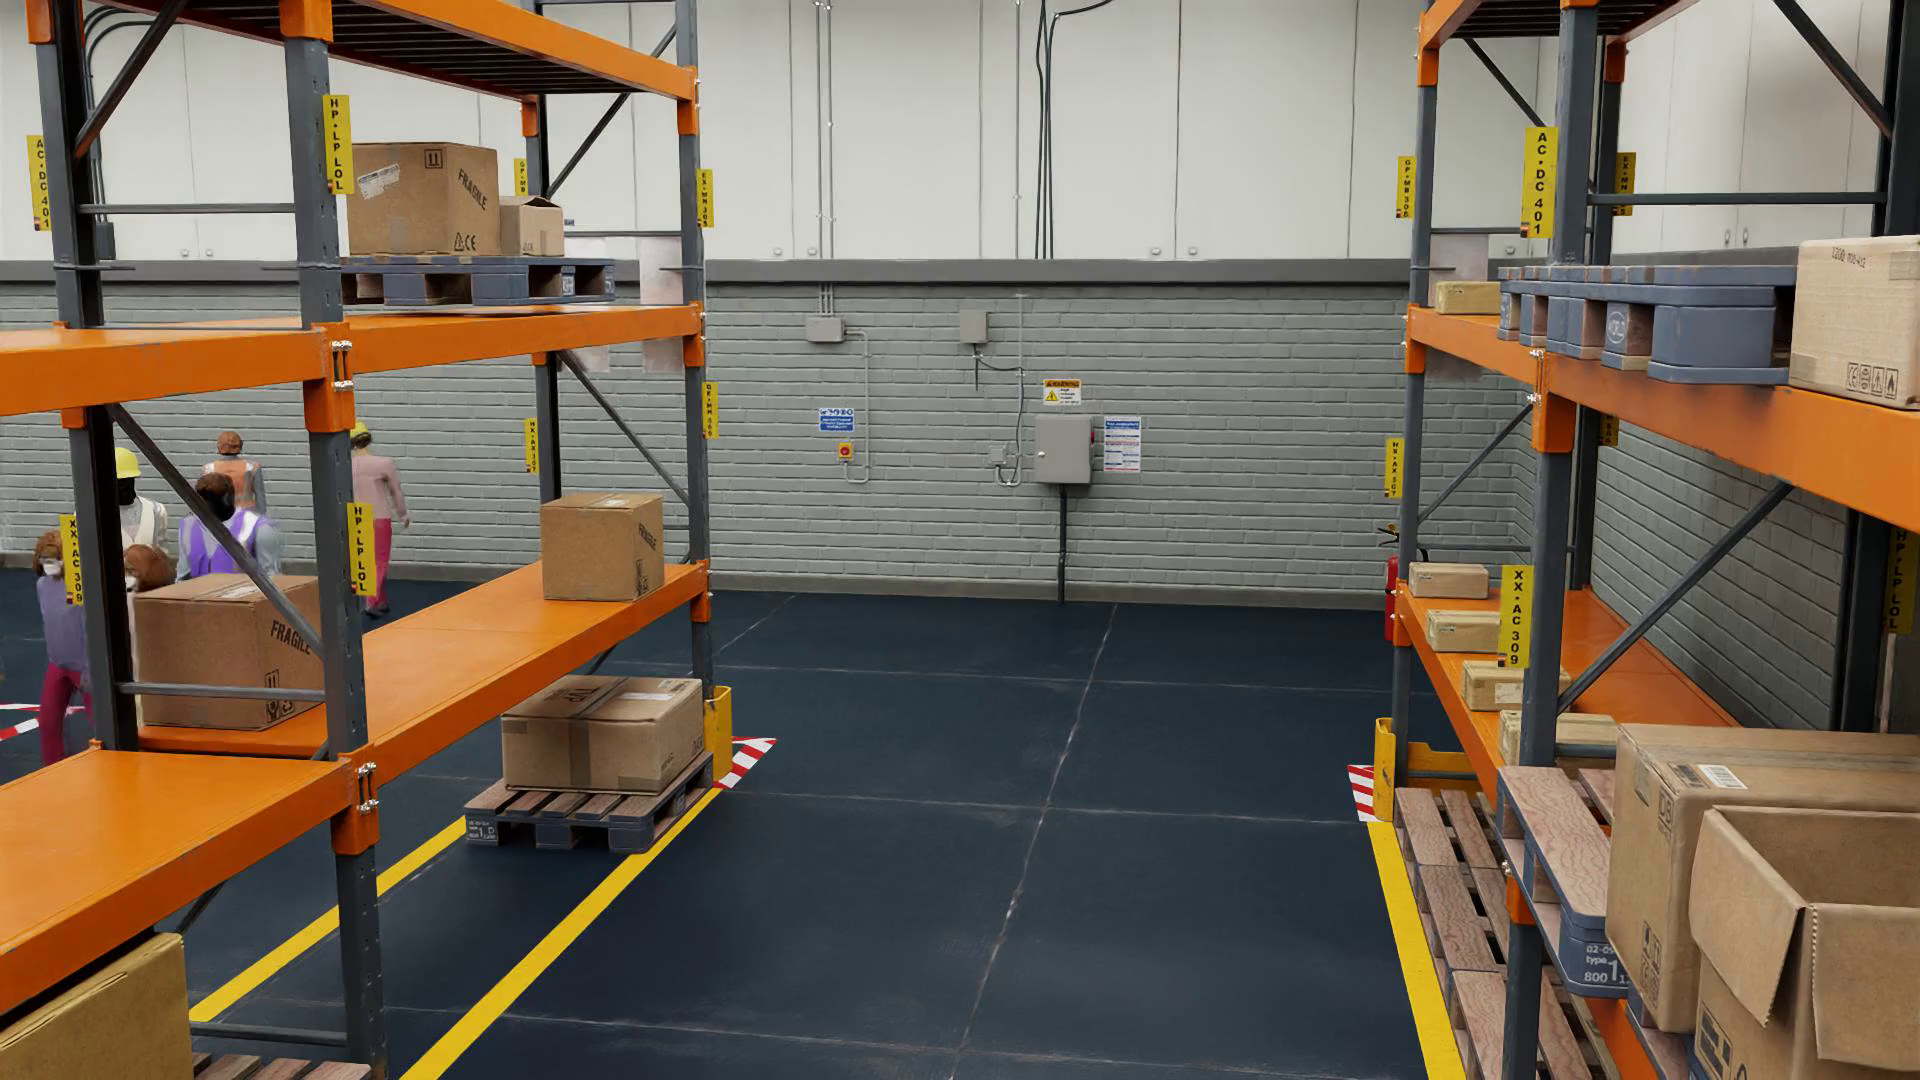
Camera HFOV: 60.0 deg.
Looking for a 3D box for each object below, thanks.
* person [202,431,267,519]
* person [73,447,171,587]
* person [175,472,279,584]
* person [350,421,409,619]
[{"bbox_3d":[-6.364,-0.145,14.625,0.511,1.640,0.309,-3,10,-19],"label":"person"},{"bbox_3d":[-5.272,0.372,10.551,0.369,1.928,0.585,7,12,38],"label":"person"},{"bbox_3d":[-4.592,0.438,10.559,0.634,1.804,0.927,2,9,10],"label":"person"},{"bbox_3d":[-5.148,-0.173,14.523,0.593,1.729,0.596,-1,9,-8],"label":"person"}]
